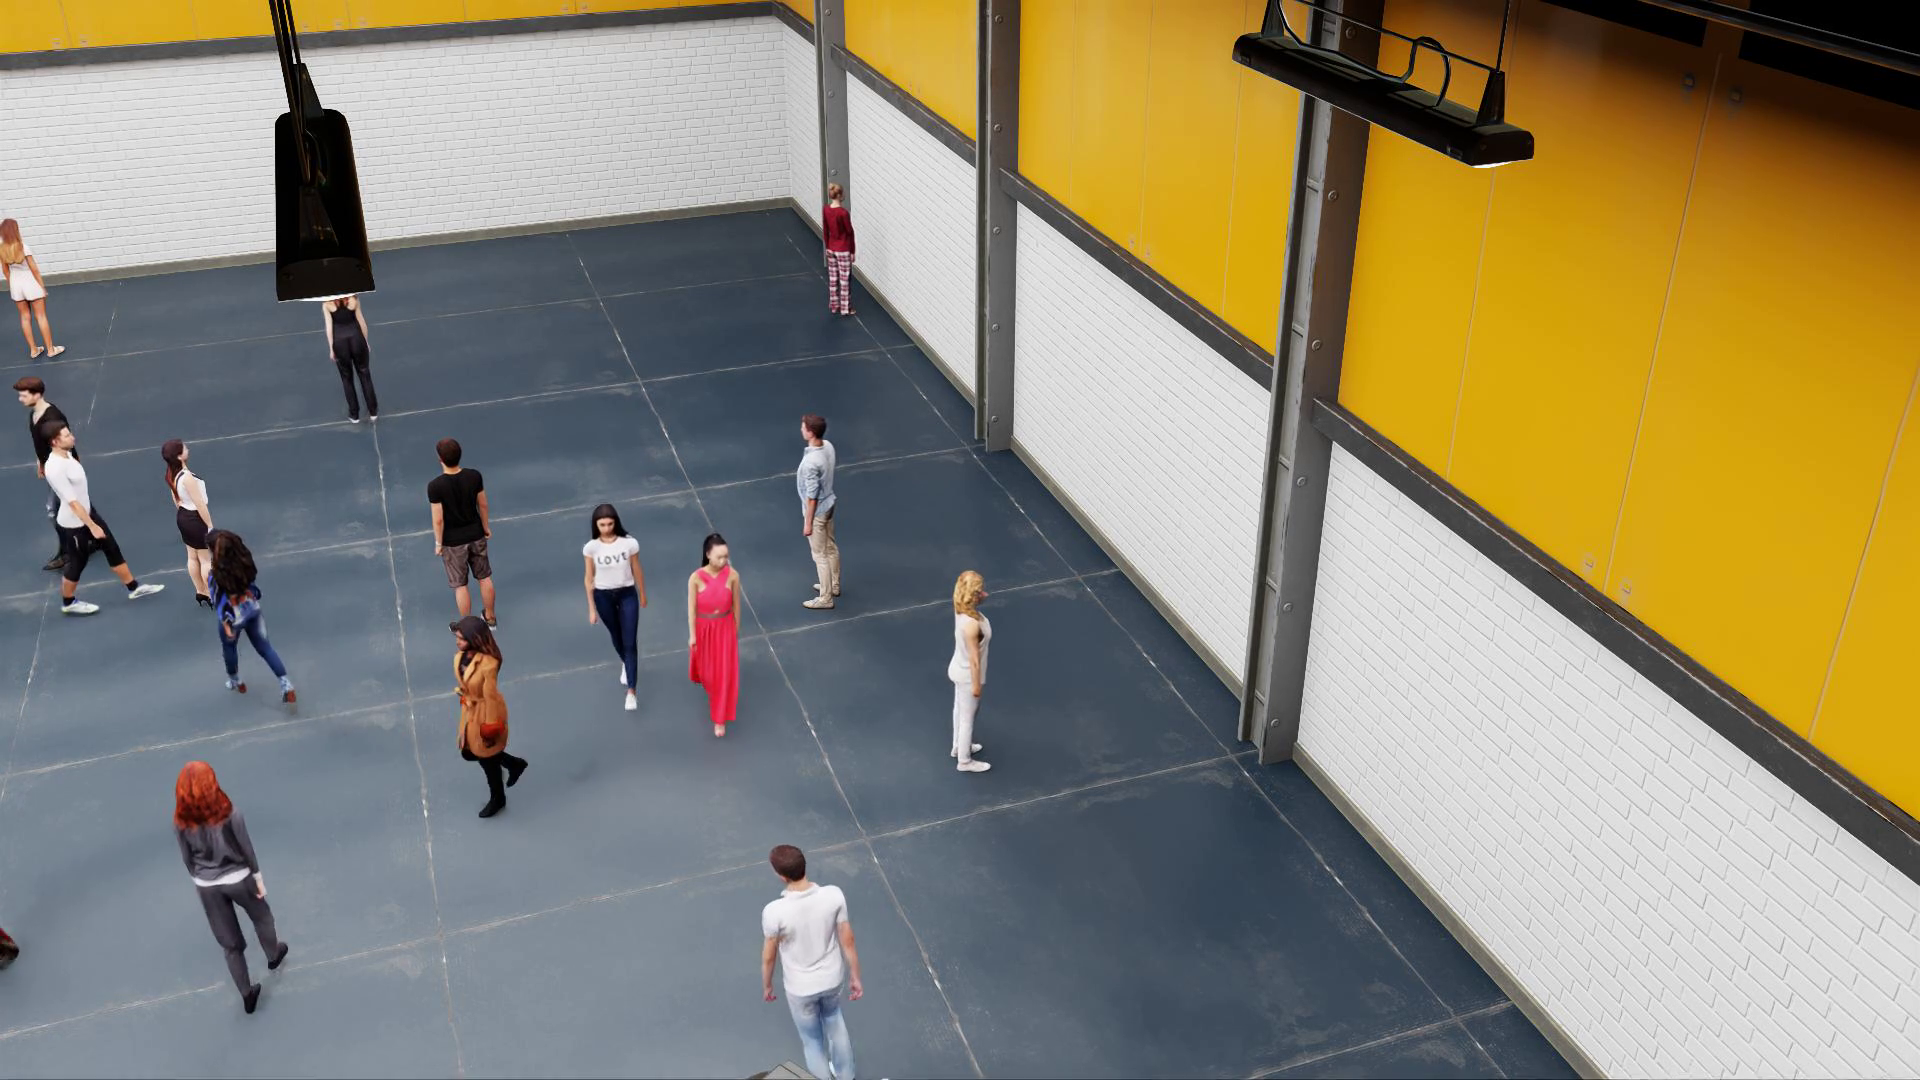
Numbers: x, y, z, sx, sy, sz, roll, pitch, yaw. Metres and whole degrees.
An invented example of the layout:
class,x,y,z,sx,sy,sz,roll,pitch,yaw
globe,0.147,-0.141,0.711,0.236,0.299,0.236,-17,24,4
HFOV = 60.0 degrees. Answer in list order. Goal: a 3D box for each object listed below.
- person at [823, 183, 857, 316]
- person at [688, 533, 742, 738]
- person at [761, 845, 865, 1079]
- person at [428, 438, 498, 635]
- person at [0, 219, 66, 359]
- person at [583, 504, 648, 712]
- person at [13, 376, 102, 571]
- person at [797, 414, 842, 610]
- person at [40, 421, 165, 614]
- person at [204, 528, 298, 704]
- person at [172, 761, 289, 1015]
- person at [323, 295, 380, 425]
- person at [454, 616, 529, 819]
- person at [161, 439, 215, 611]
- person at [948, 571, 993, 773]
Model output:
class,x,y,z,sx,sy,sz,roll,pitch,yaw
person,-1.536,-3.705,21.166,0.620,1.701,0.737,20,34,32
person,-1.939,0.704,13.081,0.684,1.701,0.964,-5,29,-10
person,-0.793,2.578,9.531,0.729,1.811,0.769,-9,30,-16
person,-4.258,-0.021,14.244,0.749,1.862,0.721,-23,36,-36
person,-11.182,-3.012,19.900,0.648,1.696,0.666,1,29,2
person,-2.786,0.460,13.496,0.759,1.733,1.109,-4,29,-7
person,-8.238,-0.680,15.441,0.967,1.872,0.950,-22,36,-34
person,-1.245,-0.261,14.698,0.788,1.847,0.694,8,30,14
person,-7.787,-0.157,14.541,0.815,1.816,1.038,-6,29,-12
person,-5.695,0.641,13.323,1.128,1.580,1.006,17,33,28
person,-4.550,2.202,10.281,0.660,1.754,0.840,-4,29,-7
person,-6.705,-2.138,18.247,0.615,1.745,0.541,-14,32,-24
person,-3.360,1.261,12.056,0.921,1.706,0.859,-24,36,-36
person,-6.759,-0.140,14.684,0.608,1.648,0.694,18,34,30
person,0.055,0.981,12.605,0.673,1.673,0.522,-6,29,-11
